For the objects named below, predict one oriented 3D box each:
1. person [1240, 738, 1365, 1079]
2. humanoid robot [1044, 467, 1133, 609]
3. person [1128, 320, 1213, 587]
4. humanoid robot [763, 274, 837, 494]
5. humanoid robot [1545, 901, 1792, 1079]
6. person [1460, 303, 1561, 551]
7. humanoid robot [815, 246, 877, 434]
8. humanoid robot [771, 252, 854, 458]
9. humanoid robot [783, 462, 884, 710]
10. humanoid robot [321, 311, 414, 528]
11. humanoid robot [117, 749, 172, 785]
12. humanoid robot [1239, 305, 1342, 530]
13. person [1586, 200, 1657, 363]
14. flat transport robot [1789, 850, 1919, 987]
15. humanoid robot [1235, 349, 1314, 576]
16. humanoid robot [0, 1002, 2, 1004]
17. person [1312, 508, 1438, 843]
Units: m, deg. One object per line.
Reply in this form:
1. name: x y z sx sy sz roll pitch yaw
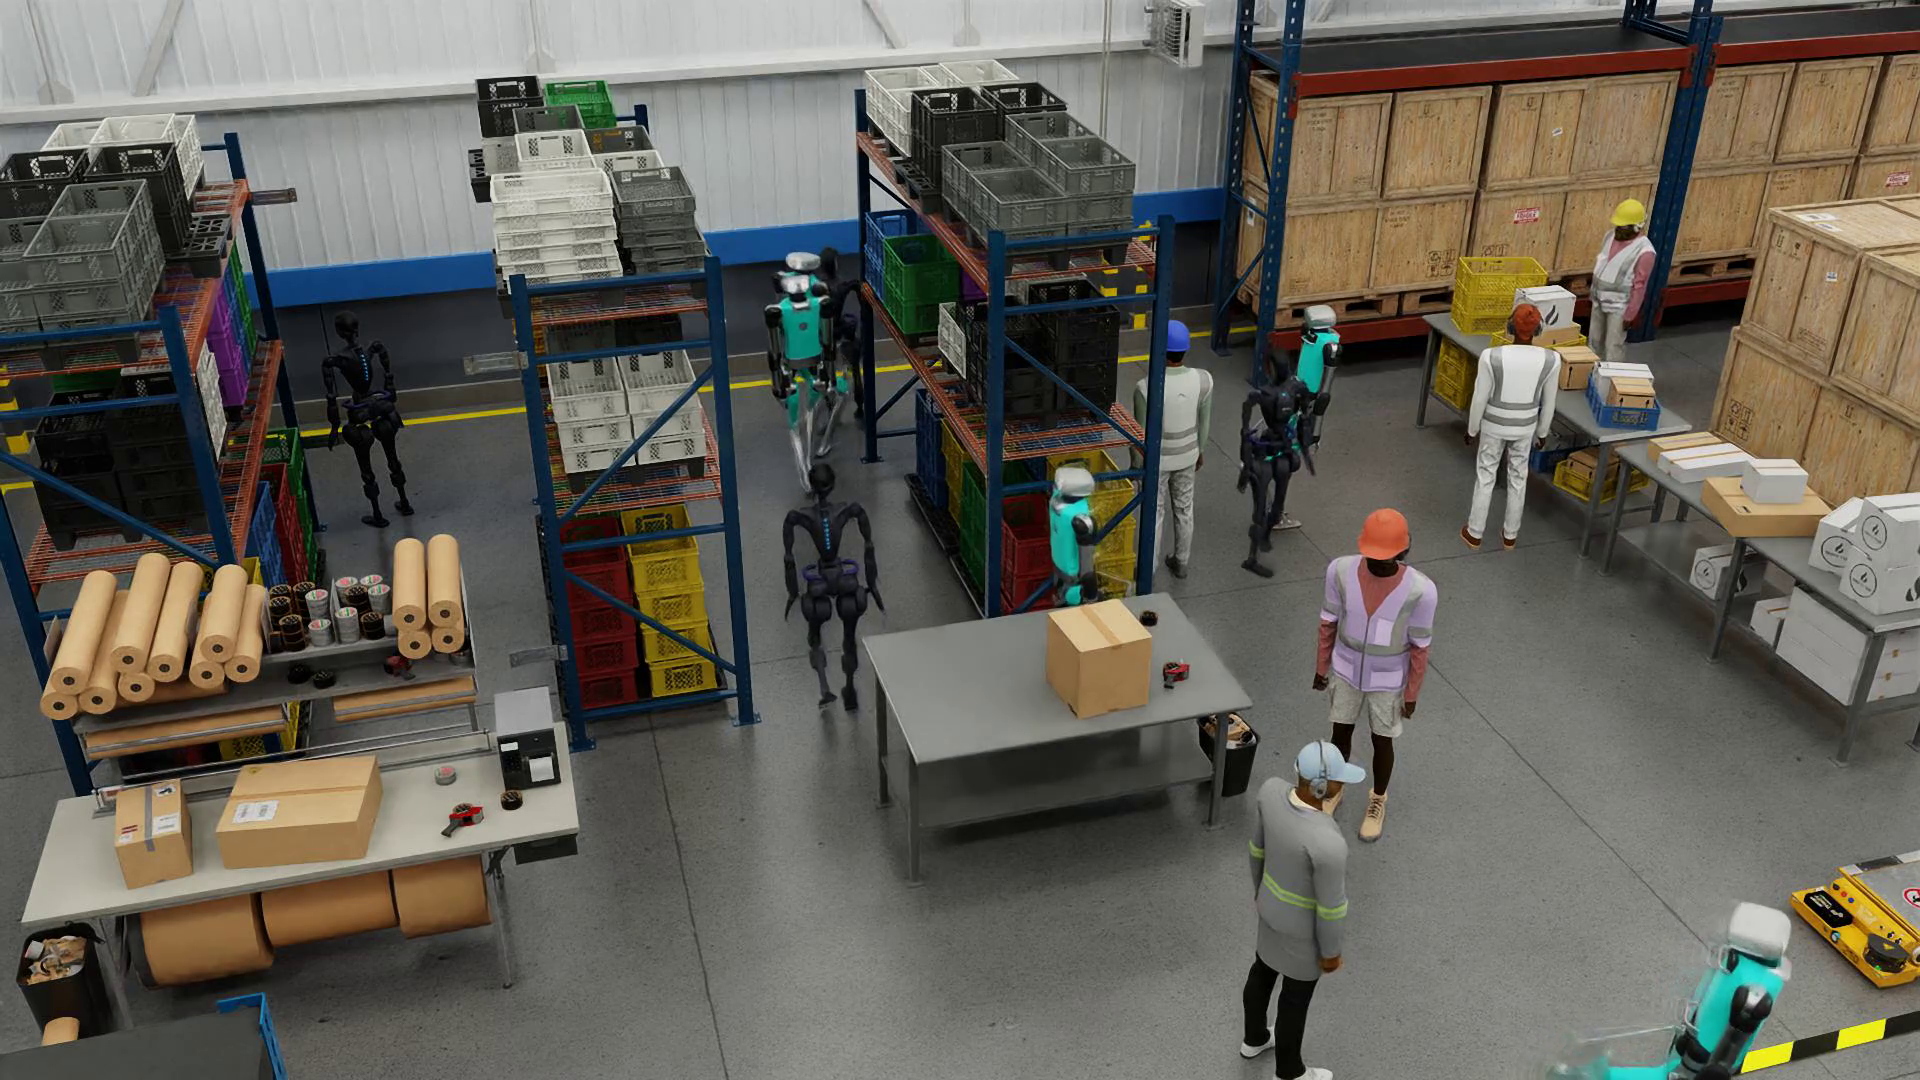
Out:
1. person: 1.527 1.675 7.473 0.396 1.850 0.588 -12 31 -21
2. humanoid robot: 0.812 0.335 10.015 1.016 1.732 0.545 -10 30 -18
3. person: 1.434 -0.587 11.487 0.612 1.947 0.386 -12 31 -20
4. humanoid robot: -1.250 -1.248 12.899 0.554 1.776 0.854 -10 30 -18
5. humanoid robot: 2.687 2.130 6.812 1.017 1.768 0.551 13 31 22
6. person: 3.929 -0.796 11.932 0.586 1.882 0.343 2 29 4
7. humanoid robot: -0.995 -1.659 13.718 0.605 1.639 0.409 -3 29 -5
8. humanoid robot: -1.110 -1.491 13.367 0.536 1.813 0.671 19 34 31
9. humanoid robot: -0.775 0.303 10.143 0.611 1.639 0.366 -6 29 -10
10. humanoid robot: -4.406 -0.902 12.327 0.315 1.655 0.599 23 36 35
11. humanoid robot: -4.268 1.120 8.713 0.565 1.647 0.596 -7 29 -12
12. humanoid robot: 2.337 -0.872 12.118 0.732 1.693 0.532 -5 29 -10
13. person: 5.600 -2.029 14.246 0.404 1.820 0.590 -9 30 -15
14. flat transport robot: 5.163 1.916 8.676 1.431 0.231 0.659 -8 30 -14
15. humanoid robot: 2.241 -0.579 11.795 0.600 1.640 0.544 -11 31 -20
16. humanoid robot: -4.882 1.756 7.477 0.572 1.794 0.850 6 29 11
17. person: 2.203 0.731 9.006 0.605 2.035 0.407 16 33 27
